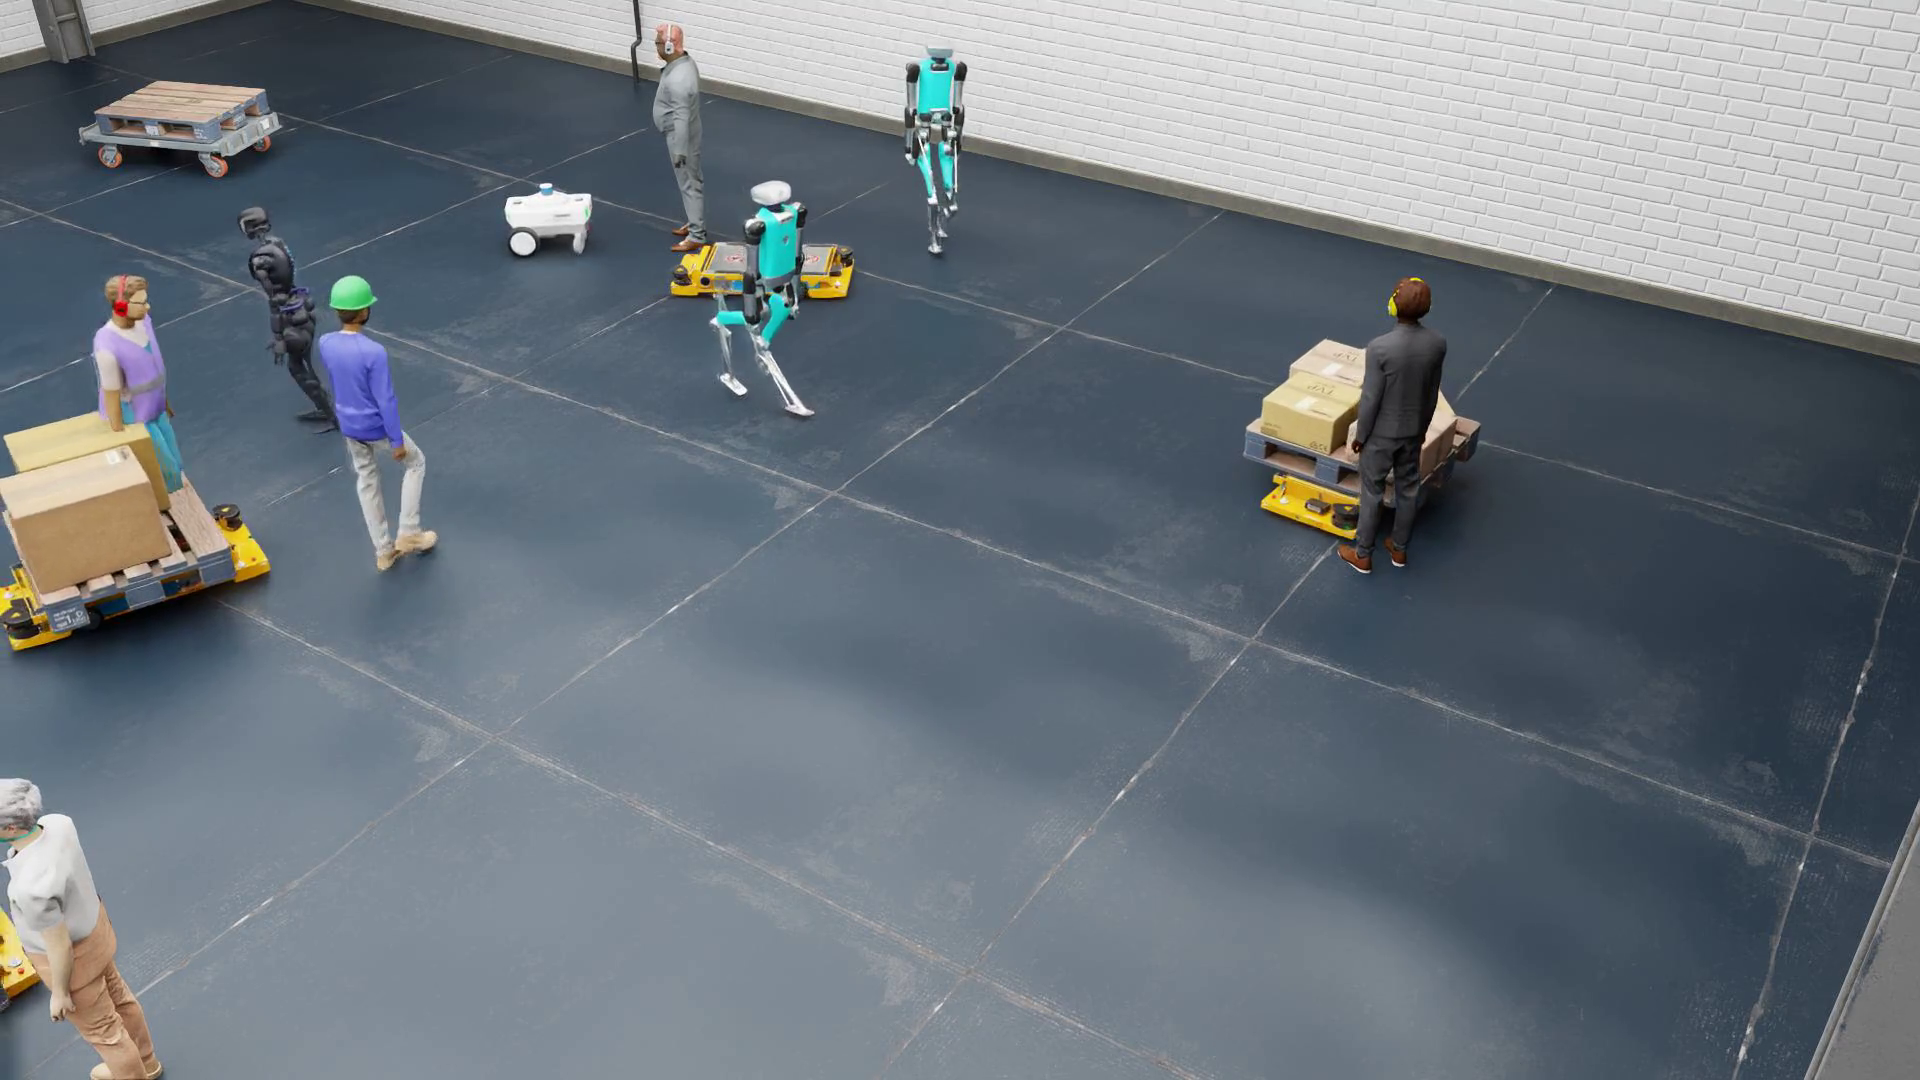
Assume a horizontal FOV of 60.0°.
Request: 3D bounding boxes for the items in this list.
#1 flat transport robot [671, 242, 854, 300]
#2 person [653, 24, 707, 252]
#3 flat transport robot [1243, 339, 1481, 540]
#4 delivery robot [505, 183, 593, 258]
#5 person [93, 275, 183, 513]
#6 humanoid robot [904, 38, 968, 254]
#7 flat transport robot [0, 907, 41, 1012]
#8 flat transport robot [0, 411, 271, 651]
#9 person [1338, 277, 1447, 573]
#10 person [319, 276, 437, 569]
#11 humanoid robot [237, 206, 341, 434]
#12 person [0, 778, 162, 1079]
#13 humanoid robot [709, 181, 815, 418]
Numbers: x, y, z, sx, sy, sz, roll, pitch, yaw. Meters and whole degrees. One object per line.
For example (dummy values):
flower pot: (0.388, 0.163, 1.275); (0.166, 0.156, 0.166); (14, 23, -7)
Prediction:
flat transport robot: (-1.616, -2.219, 13.709); (1.431, 0.231, 0.659); (1, 33, 2)
person: (-2.360, -3.379, 14.000); (0.404, 1.910, 0.640); (-1, 33, -2)
flat transport robot: (2.625, -0.467, 10.982); (0.659, 0.231, 1.431); (22, 39, 31)
delivery robot: (-3.535, -2.757, 14.275); (0.750, 0.587, 0.525); (-4, 33, -7)
person: (-4.977, -0.733, 9.971); (0.668, 1.811, 0.609); (-3, 33, -5)
humanoid robot: (-0.140, -3.248, 13.976); (0.579, 1.781, 0.889); (-11, 34, -16)
flat transport robot: (-4.777, 2.027, 7.103); (0.659, 0.231, 1.431); (28, 42, 36)
flat transport robot: (-4.957, 0.205, 9.938); (1.431, 0.231, 0.659); (-21, 38, -29)
person: (2.548, -0.658, 9.797); (0.491, 1.874, 0.355); (-7, 33, -11)
person: (-3.463, -0.694, 9.867); (0.469, 1.853, 0.476); (9, 34, 14)
humanoid robot: (-4.515, -1.481, 11.270); (0.419, 1.640, 0.612); (-4, 33, -6)
person: (-3.433, 1.588, 6.416); (0.320, 1.749, 0.472); (-9, 34, -14)
humanoid robot: (-1.471, -1.704, 11.599); (1.030, 1.767, 0.530); (24, 40, 32)
